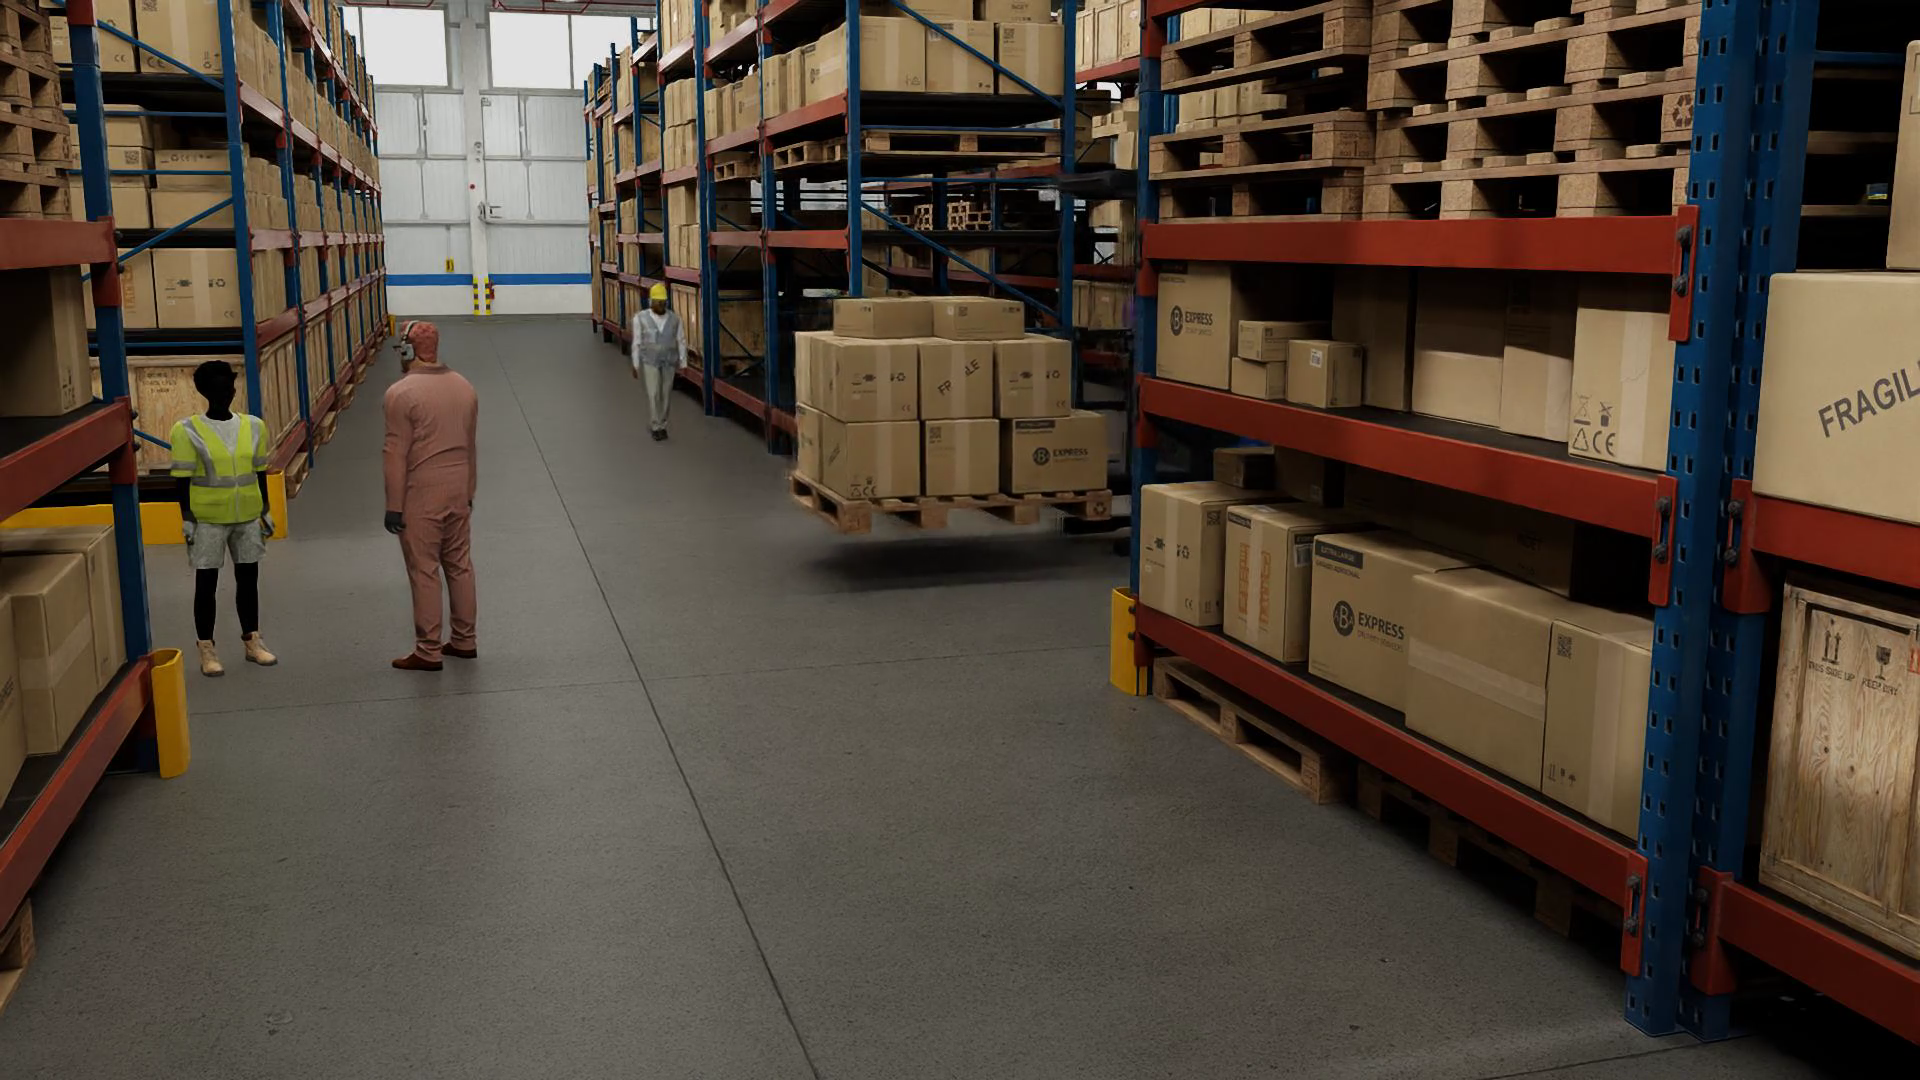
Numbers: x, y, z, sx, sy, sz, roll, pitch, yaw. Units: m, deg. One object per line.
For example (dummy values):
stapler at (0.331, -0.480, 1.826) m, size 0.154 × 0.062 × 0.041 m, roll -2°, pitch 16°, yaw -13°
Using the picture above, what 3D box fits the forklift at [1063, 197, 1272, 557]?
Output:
forklift at (1.875, -1.373, 12.597) m, size 1.873 × 2.768 × 1.129 m, roll -3°, pitch 11°, yaw -18°

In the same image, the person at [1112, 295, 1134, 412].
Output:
person at (2.346, -2.605, 22.081) m, size 0.679 × 1.886 × 0.494 m, roll 6°, pitch 12°, yaw 29°

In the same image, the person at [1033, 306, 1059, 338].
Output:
person at (0.900, -1.649, 17.560) m, size 0.289 × 1.629 × 0.501 m, roll -7°, pitch 13°, yaw -34°

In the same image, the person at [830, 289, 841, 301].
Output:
person at (-3.159, -6.488, 43.778) m, size 0.869 × 1.721 × 0.551 m, roll -4°, pitch 11°, yaw -19°

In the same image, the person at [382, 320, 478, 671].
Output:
person at (-2.909, -0.243, 9.094) m, size 0.399 × 1.902 × 0.644 m, roll 5°, pitch 11°, yaw 24°

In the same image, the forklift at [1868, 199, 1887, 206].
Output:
forklift at (11.338, -2.915, 21.052) m, size 1.129 × 2.768 × 1.873 m, roll -3°, pitch 11°, yaw -17°

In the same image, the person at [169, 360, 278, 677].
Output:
person at (-3.969, -0.123, 8.992) m, size 0.318 × 1.697 × 0.533 m, roll 9°, pitch 14°, yaw 40°

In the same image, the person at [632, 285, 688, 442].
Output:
person at (-3.434, -2.027, 19.161) m, size 0.625 × 1.785 × 0.902 m, roll -4°, pitch 11°, yaw -20°
